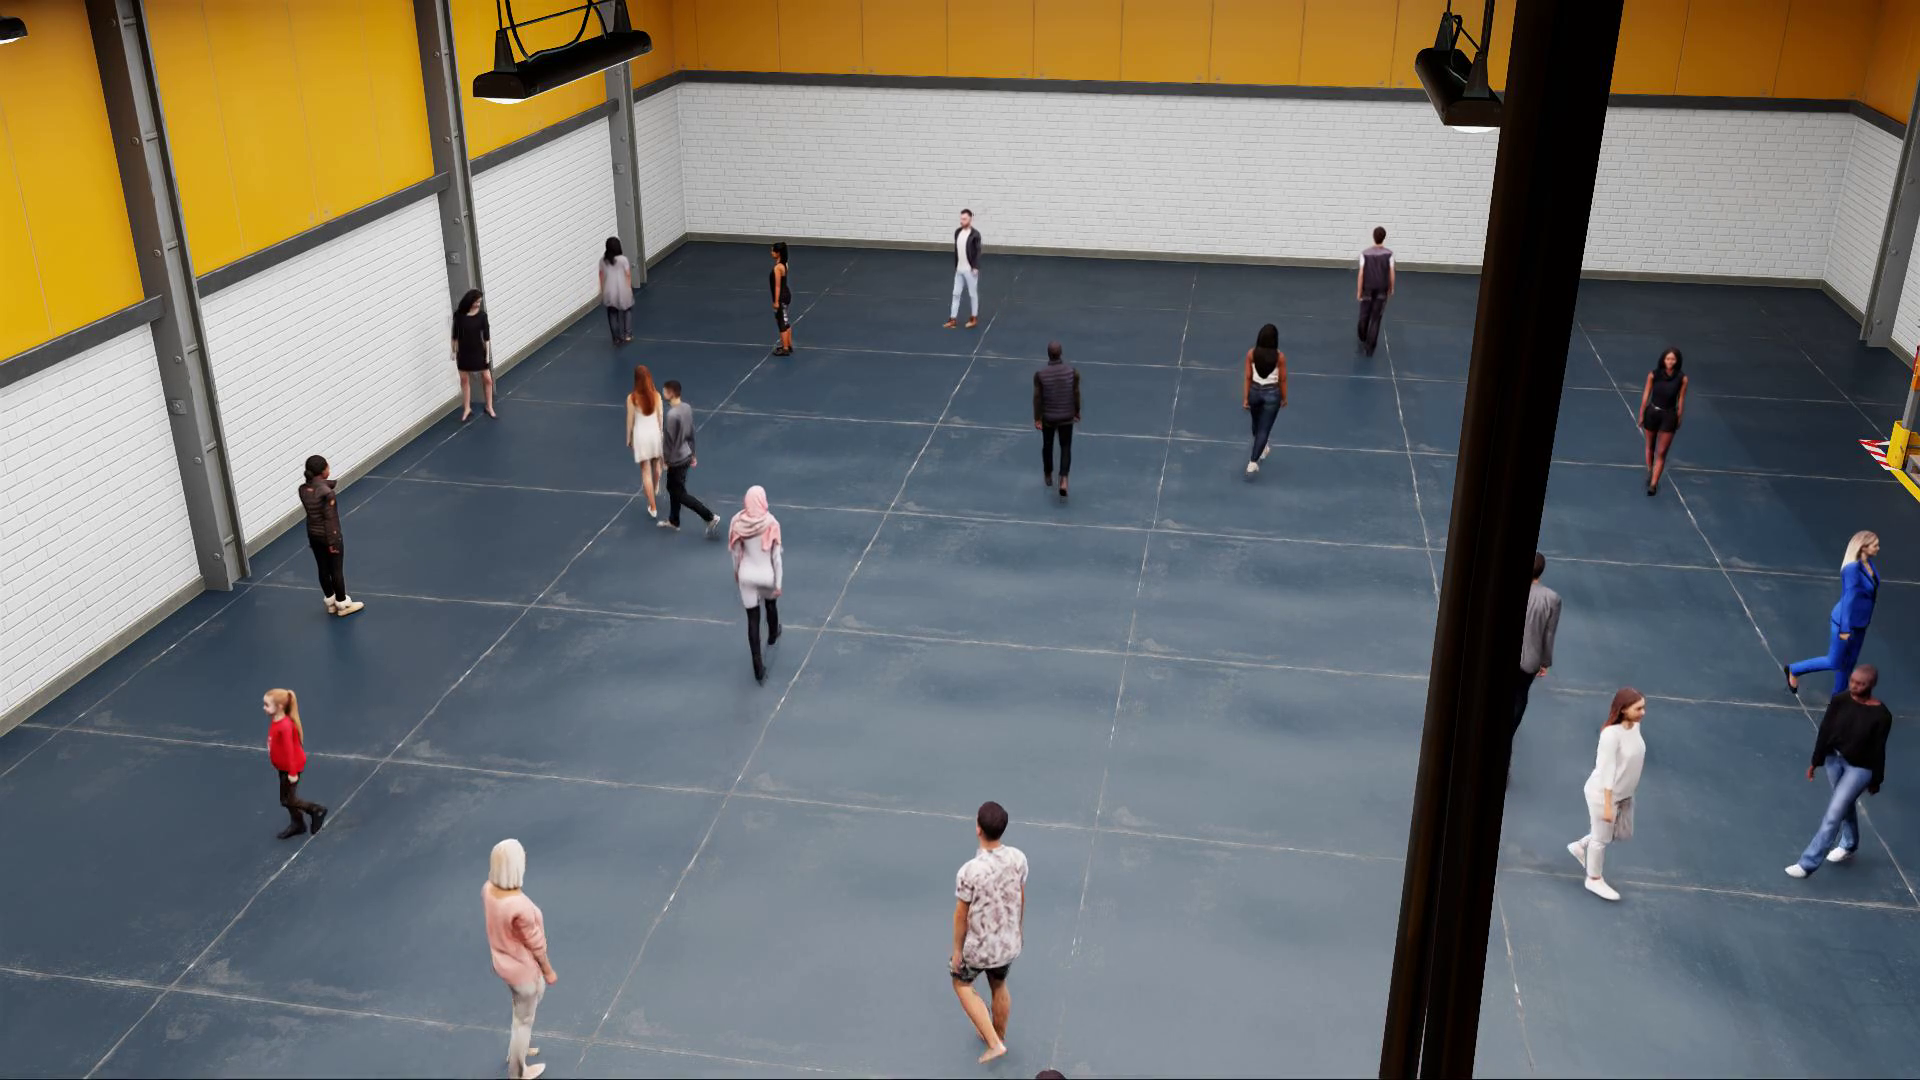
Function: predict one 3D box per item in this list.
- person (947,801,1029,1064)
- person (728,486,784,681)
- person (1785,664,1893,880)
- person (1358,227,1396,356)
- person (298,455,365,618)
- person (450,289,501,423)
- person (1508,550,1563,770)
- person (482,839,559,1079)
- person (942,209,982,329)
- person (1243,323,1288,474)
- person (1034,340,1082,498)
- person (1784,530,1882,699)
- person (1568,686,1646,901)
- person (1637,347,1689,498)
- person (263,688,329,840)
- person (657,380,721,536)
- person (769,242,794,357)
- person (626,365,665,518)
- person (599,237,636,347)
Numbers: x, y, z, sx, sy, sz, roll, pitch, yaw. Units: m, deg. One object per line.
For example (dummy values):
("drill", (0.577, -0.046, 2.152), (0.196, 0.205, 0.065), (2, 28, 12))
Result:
("person", (0.220, 2.475, 10.217), (0.861, 1.803, 0.919), (-14, 27, -29))
("person", (-1.834, 0.415, 14.989), (0.742, 1.755, 1.180), (1, 24, 2))
("person", (6.565, 1.664, 12.199), (1.096, 1.701, 1.101), (-13, 27, -27))
("person", (5.993, -3.568, 24.023), (0.778, 1.817, 1.118), (8, 25, 18))
("person", (-6.160, -0.027, 16.118), (0.662, 1.661, 0.611), (4, 24, 10))
("person", (-6.306, -2.353, 21.291), (0.762, 1.778, 0.679), (2, 24, 5))
("person", (4.544, 1.019, 13.521), (0.697, 1.825, 1.218), (4, 24, 9))
("person", (-2.737, 2.601, 10.041), (0.721, 1.712, 0.765), (21, 31, 40))
("person", (0.160, -4.135, 25.321), (0.907, 1.815, 1.059), (15, 28, 31))
("person", (3.574, -1.625, 19.645), (0.905, 1.763, 1.279), (12, 26, 25))
("person", (1.129, -1.368, 18.998), (0.777, 1.810, 1.126), (1, 24, 2))
("person", (7.611, 0.701, 14.417), (0.964, 1.688, 0.958), (21, 31, 39))
("person", (4.619, 1.782, 11.956), (0.802, 1.679, 0.857), (-20, 30, -38))
("person", (8.078, -1.384, 19.189), (0.860, 1.687, 1.254), (12, 26, 25))
("person", (-5.056, 1.696, 12.656), (0.725, 1.275, 0.661), (-18, 30, -36))
("person", (-2.955, -0.845, 17.891), (0.712, 1.738, 0.980), (6, 24, 14))
("person", (-2.580, -3.498, 24.054), (0.652, 1.664, 0.484), (1, 24, 2))
("person", (-3.463, -1.066, 18.496), (0.923, 1.660, 1.197), (-6, 24, -14))
("person", (-5.066, -3.638, 24.456), (0.680, 1.598, 0.722), (1, 24, 3))
